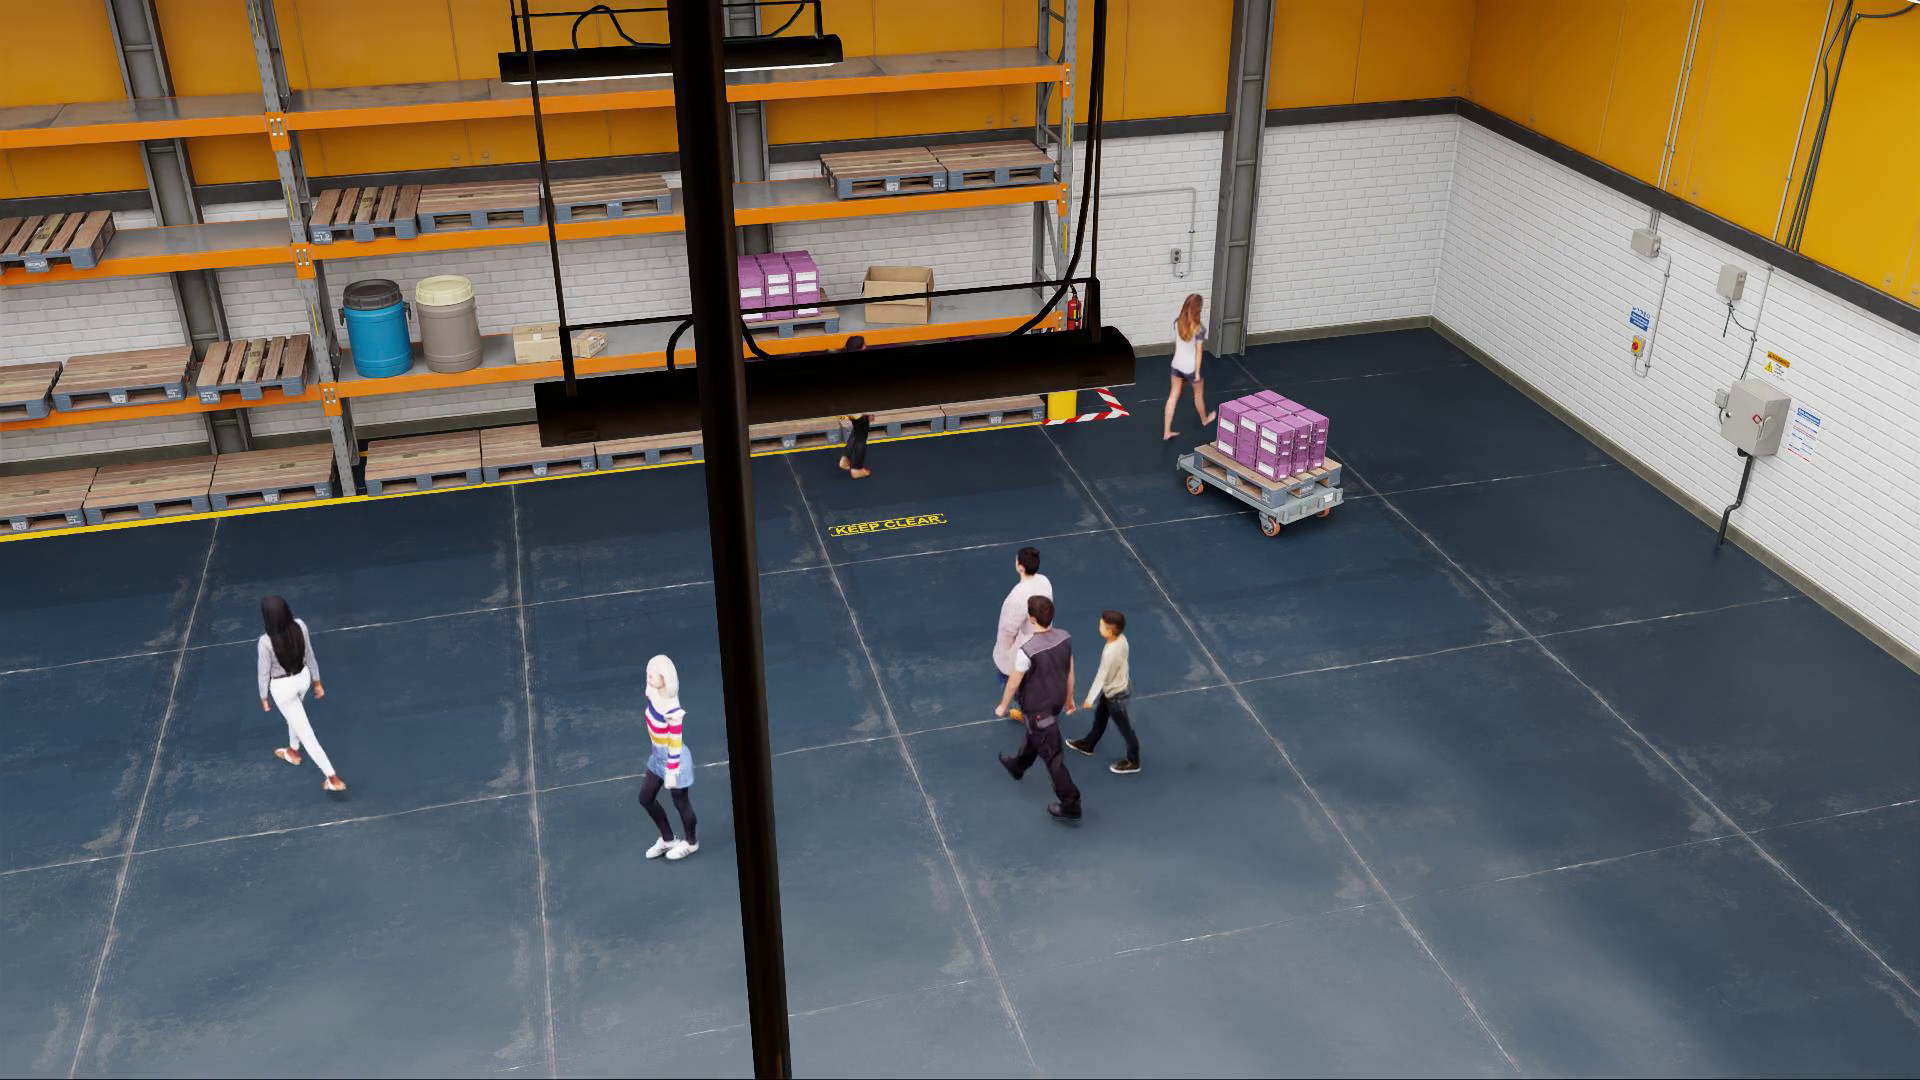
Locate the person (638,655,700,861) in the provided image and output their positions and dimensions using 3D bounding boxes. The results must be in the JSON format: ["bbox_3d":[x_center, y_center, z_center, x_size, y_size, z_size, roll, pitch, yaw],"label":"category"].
[{"bbox_3d":[-2.053,1.582,12.211,0.755,1.798,0.758,-19,34,-30],"label":"person"}]

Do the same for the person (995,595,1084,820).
[{"bbox_3d":[0.708,1.323,12.693,1.244,1.793,1.110,-24,37,-37],"label":"person"}]

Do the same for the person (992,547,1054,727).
[{"bbox_3d":[0.593,0.853,13.619,0.945,1.731,0.894,22,36,35],"label":"person"}]

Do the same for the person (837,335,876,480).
[{"bbox_3d":[-1.178,-1.396,17.834,0.878,1.643,0.841,-20,35,-33],"label":"person"}]

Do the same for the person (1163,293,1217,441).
[{"bbox_3d":[2.488,-1.909,18.730,1.138,1.685,0.935,-24,37,-37],"label":"person"}]

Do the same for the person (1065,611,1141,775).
[{"bbox_3d":[1.314,1.225,13.237,0.974,1.443,0.829,5,29,9],"label":"person"}]

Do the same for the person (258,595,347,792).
[{"bbox_3d":[-5.161,1.226,12.987,1.168,1.681,1.149,18,33,30],"label":"person"}]
